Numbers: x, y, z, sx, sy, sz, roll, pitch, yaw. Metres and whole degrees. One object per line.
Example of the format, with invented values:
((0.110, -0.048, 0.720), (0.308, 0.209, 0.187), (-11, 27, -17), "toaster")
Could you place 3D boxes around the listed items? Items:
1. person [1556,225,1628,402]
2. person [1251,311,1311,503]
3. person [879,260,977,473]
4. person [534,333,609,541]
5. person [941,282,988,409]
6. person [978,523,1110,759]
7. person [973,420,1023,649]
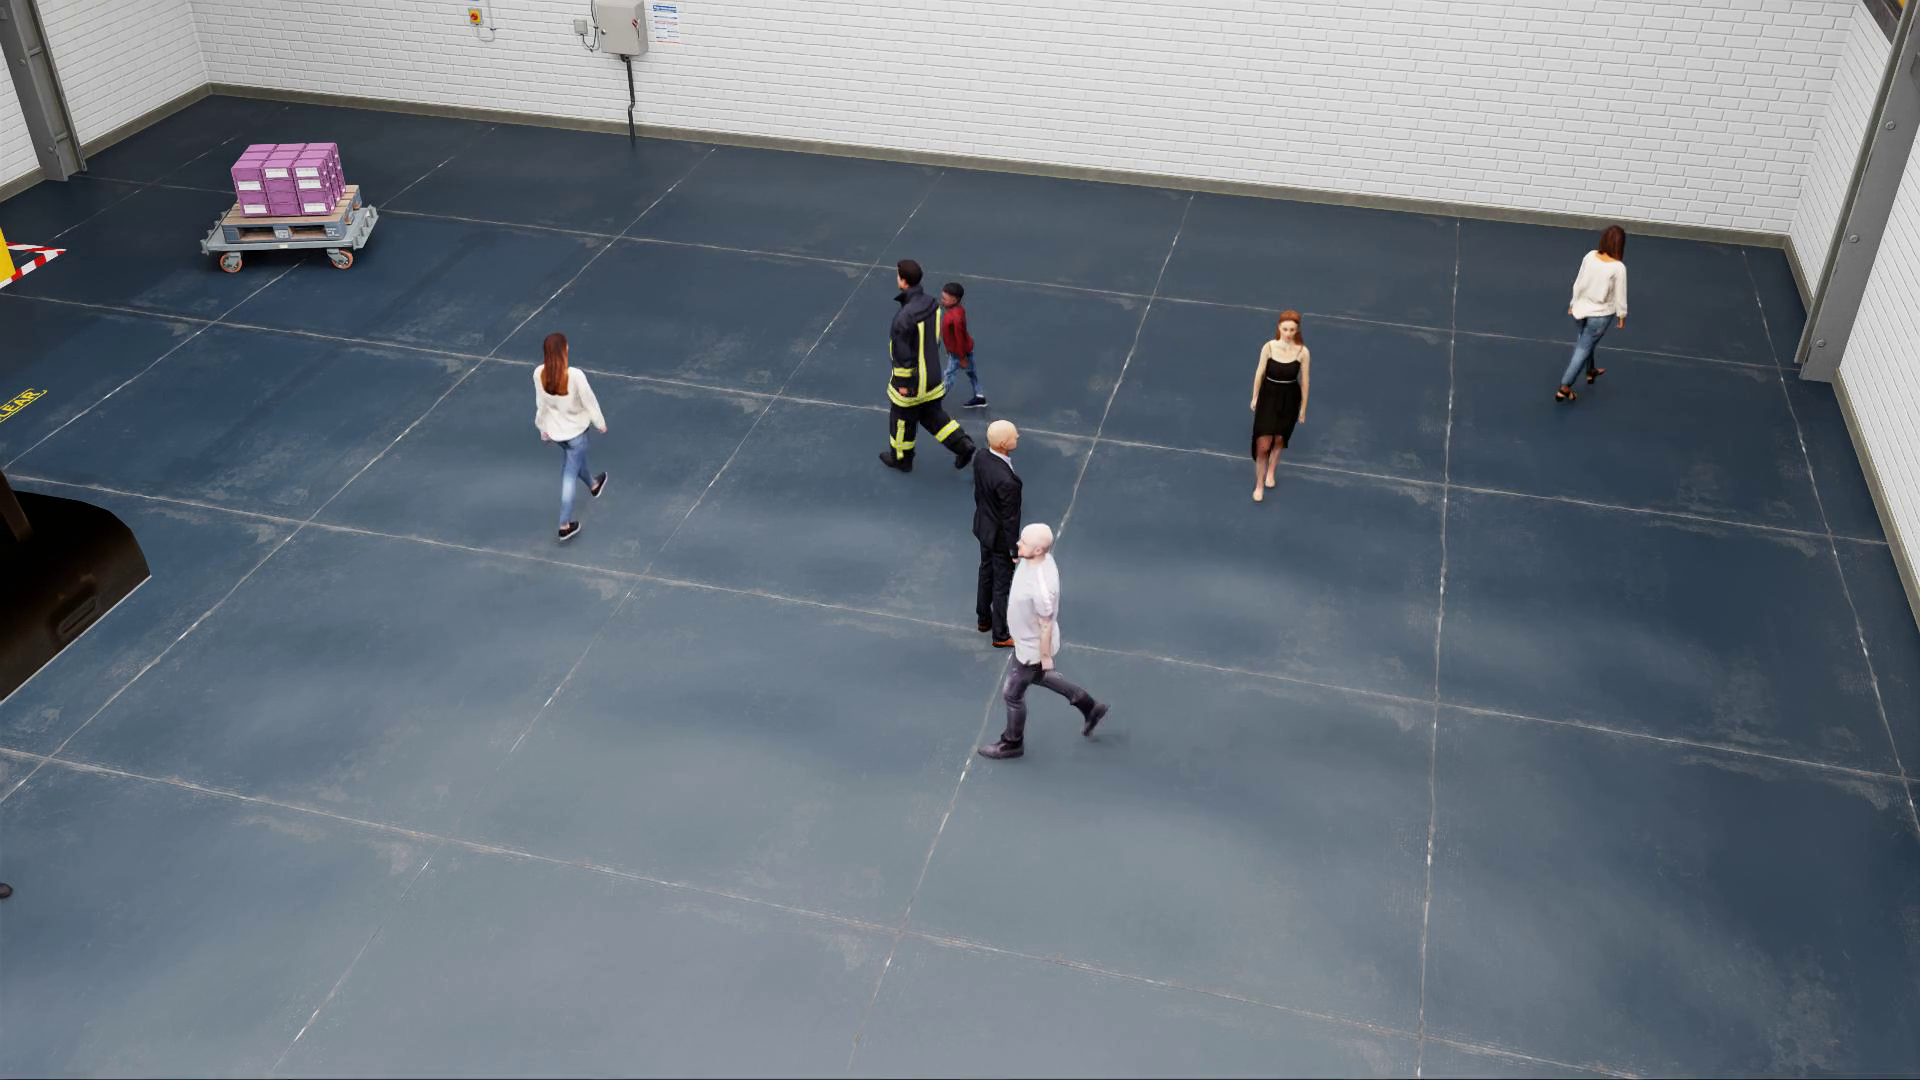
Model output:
((5.566, -1.983, 14.798), (1.044, 1.659, 0.985), (-18, 38, -25), "person")
((2.617, -1.166, 13.614), (0.634, 1.610, 0.770), (5, 34, 8), "person")
((-0.279, -1.370, 13.656), (0.987, 1.903, 1.112), (16, 37, 22), "person")
((-3.082, -0.776, 13.003), (0.720, 1.638, 1.137), (13, 36, 18), "person")
((0.069, -1.702, 14.768), (0.659, 1.225, 0.808), (1, 34, 2), "person")
((0.564, 0.650, 10.702), (0.883, 1.808, 1.100), (0, 34, 0), "person")
((0.269, -0.055, 11.771), (0.829, 1.800, 0.749), (-15, 36, -21), "person")
